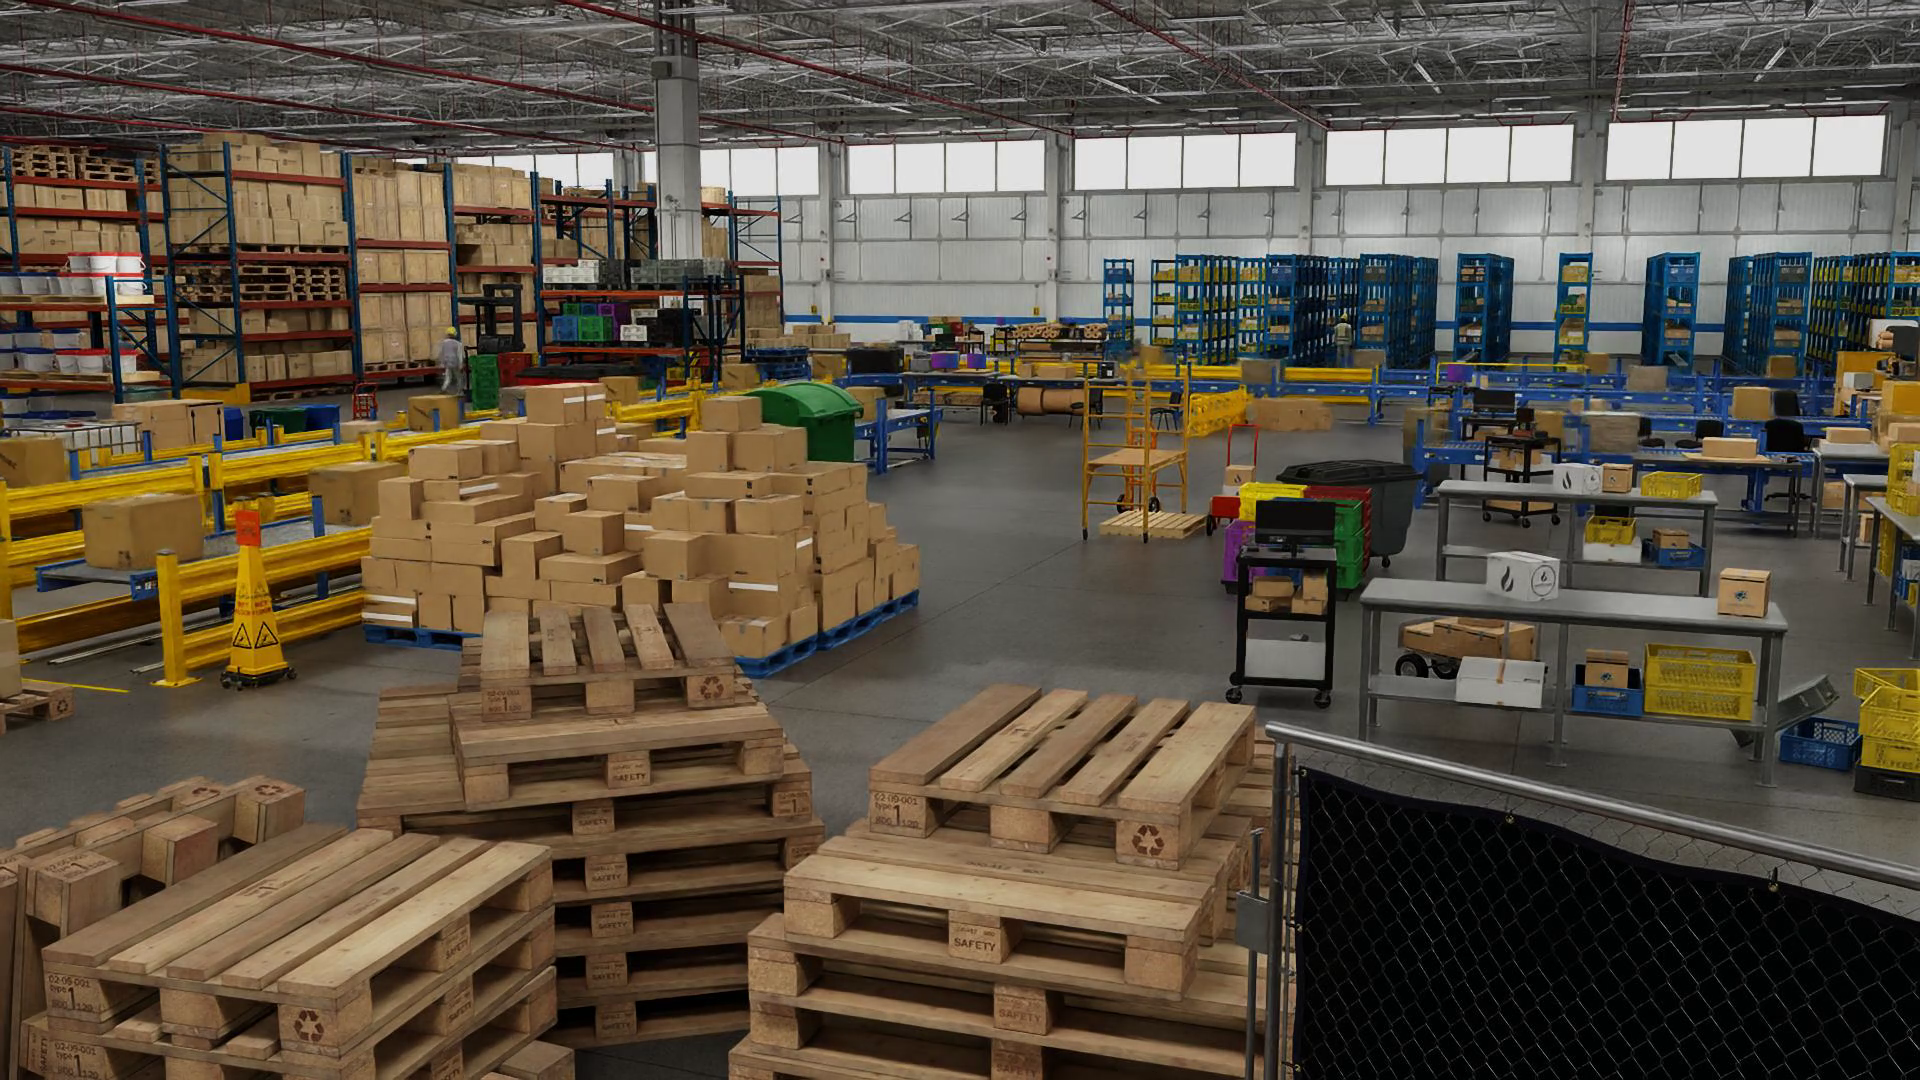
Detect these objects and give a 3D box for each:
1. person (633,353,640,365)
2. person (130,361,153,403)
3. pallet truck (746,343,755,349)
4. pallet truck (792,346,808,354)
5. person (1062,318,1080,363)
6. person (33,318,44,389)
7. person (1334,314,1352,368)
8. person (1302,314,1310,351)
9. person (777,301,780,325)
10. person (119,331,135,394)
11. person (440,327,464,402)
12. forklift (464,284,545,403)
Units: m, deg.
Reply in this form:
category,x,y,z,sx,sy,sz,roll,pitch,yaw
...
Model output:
category,x,y,z,sx,sy,sz,roll,pitch,yaw
person,-10.206,-6.319,52.705,0.354,1.942,0.545,0,9,2
person,-13.575,-2.154,27.544,0.516,1.615,0.341,5,10,29
pallet truck,-6.183,-4.618,44.264,1.601,1.201,0.680,-9,12,-43
pallet truck,-3.705,-4.298,42.022,0.653,1.274,1.630,3,10,20
person,3.007,-5.046,44.880,0.622,1.873,1.051,6,11,34
person,-24.581,-4.944,44.114,0.636,1.921,0.470,3,10,19
person,11.981,-6.139,51.916,0.590,1.833,0.404,7,12,39
person,12.372,-7.343,59.456,0.388,1.838,0.564,2,9,11
person,-7.682,-9.013,69.560,0.625,1.960,0.919,-4,10,-22
person,-21.326,-4.569,42.762,0.497,1.595,0.757,1,9,8
person,-12.138,-4.182,39.705,0.599,1.813,0.699,2,9,14
forklift,-10.832,-4.702,39.610,1.129,2.768,1.873,3,10,20
